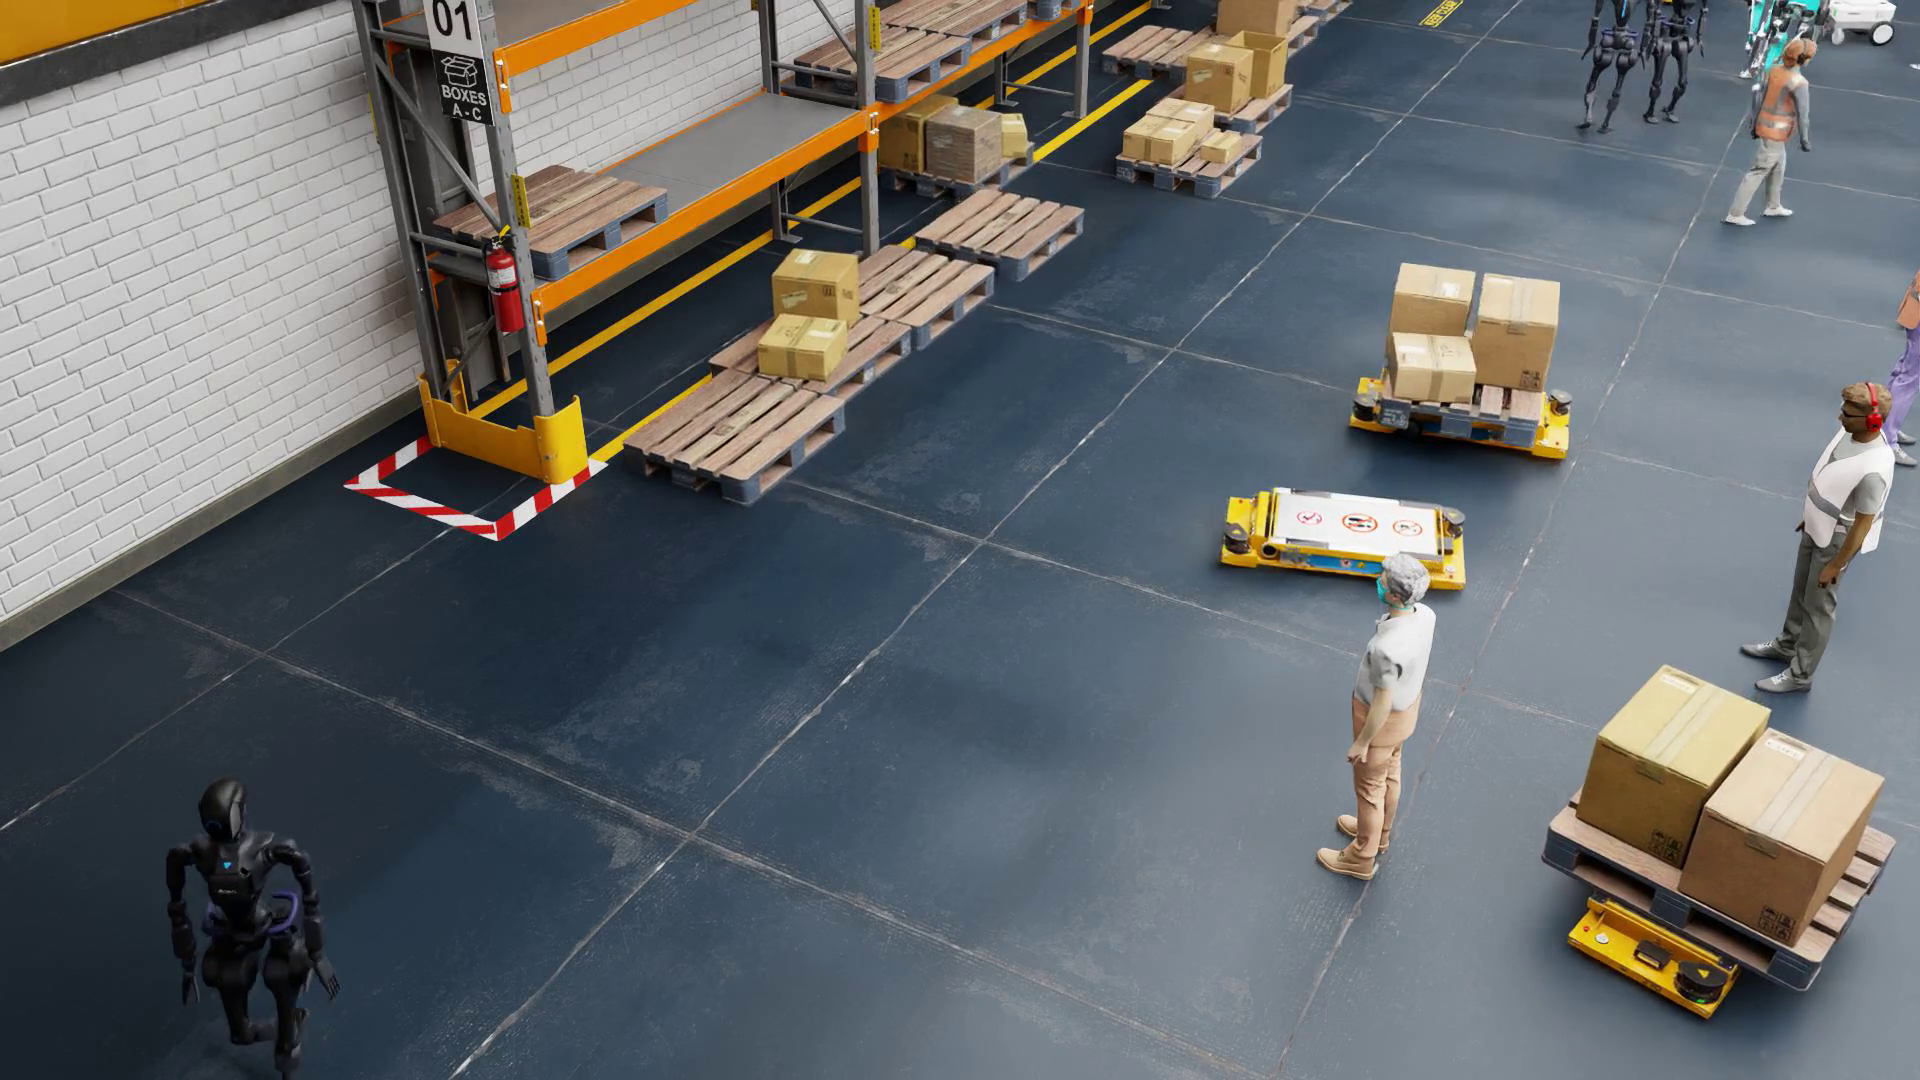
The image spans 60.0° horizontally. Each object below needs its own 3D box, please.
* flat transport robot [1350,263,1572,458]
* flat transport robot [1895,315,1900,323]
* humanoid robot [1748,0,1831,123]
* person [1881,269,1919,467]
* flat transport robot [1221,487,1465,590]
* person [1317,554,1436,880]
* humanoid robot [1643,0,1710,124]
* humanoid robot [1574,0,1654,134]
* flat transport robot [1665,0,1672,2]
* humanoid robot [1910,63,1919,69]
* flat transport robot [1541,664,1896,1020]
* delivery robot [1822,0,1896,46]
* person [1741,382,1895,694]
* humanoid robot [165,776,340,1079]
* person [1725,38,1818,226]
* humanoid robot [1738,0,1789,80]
[{"bbox_3d":[3.464,-0.895,11.502,1.431,0.231,0.659,10,35,15],"label":"flat transport robot"},{"bbox_3d":[7.952,-1.865,12.970,1.431,0.231,0.659,-26,42,-34],"label":"flat transport robot"},{"bbox_3d":[7.958,-4.795,16.116,0.807,1.823,0.539,-24,40,-32],"label":"humanoid robot"},{"bbox_3d":[6.294,-1.385,10.813,0.383,1.845,0.569,15,36,21],"label":"person"},{"bbox_3d":[2.348,-0.019,10.176,1.431,0.231,0.659,7,34,10],"label":"flat transport robot"},{"bbox_3d":[1.920,0.804,7.591,0.314,1.746,0.491,20,38,28],"label":"person"},{"bbox_3d":[7.023,-4.927,16.316,0.602,1.649,0.327,-4,34,-6],"label":"humanoid robot"},{"bbox_3d":[6.336,-4.748,16.053,0.600,1.652,0.387,13,36,18],"label":"humanoid robot"},{"bbox_3d":[8.904,-6.966,20.687,0.659,0.231,1.431,28,43,35],"label":"flat transport robot"},{"bbox_3d":[10.732,-5.738,17.509,0.552,1.780,0.877,-26,41,-33],"label":"humanoid robot"},{"bbox_3d":[3.464,1.598,7.730,0.659,0.231,1.431,27,42,35],"label":"flat transport robot"},{"bbox_3d":[10.193,-5.920,18.850,0.772,0.600,0.525,1,33,1],"label":"delivery robot"},{"bbox_3d":[4.571,-0.001,8.728,0.391,1.837,0.562,6,34,9],"label":"person"},{"bbox_3d":[-2.755,1.579,6.505,0.598,1.640,0.493,-3,34,-5],"label":"humanoid robot"},{"bbox_3d":[7.025,-3.441,14.132,0.729,1.611,0.515,1,33,1],"label":"person"},{"bbox_3d":[8.393,-5.618,17.338,0.542,1.735,1.051,24,40,32],"label":"humanoid robot"}]
